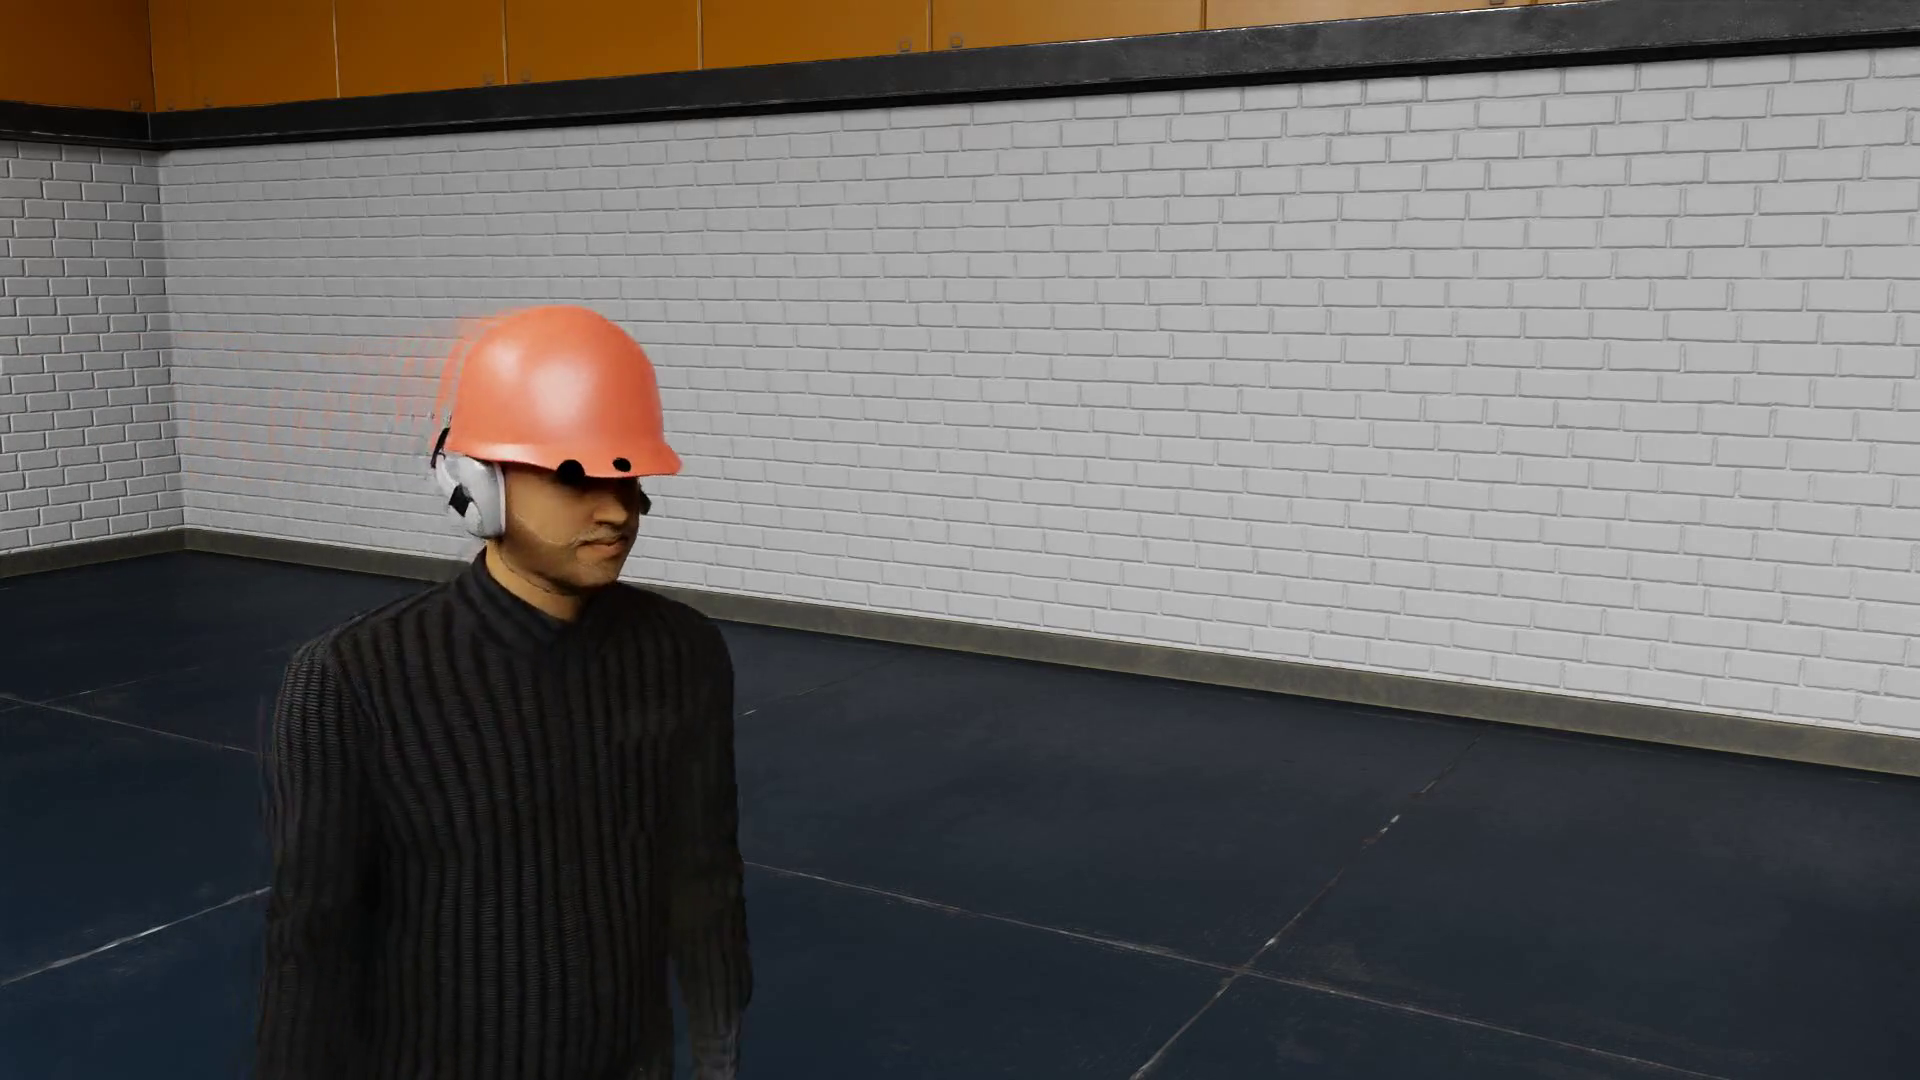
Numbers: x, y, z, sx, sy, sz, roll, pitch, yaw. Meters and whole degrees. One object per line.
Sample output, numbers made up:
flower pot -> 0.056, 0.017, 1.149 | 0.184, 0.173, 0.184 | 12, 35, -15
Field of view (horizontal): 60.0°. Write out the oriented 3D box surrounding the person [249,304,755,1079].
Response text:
person -> -0.540, 0.705, 2.087 | 0.657, 1.985, 0.512 | -8, 12, -42
